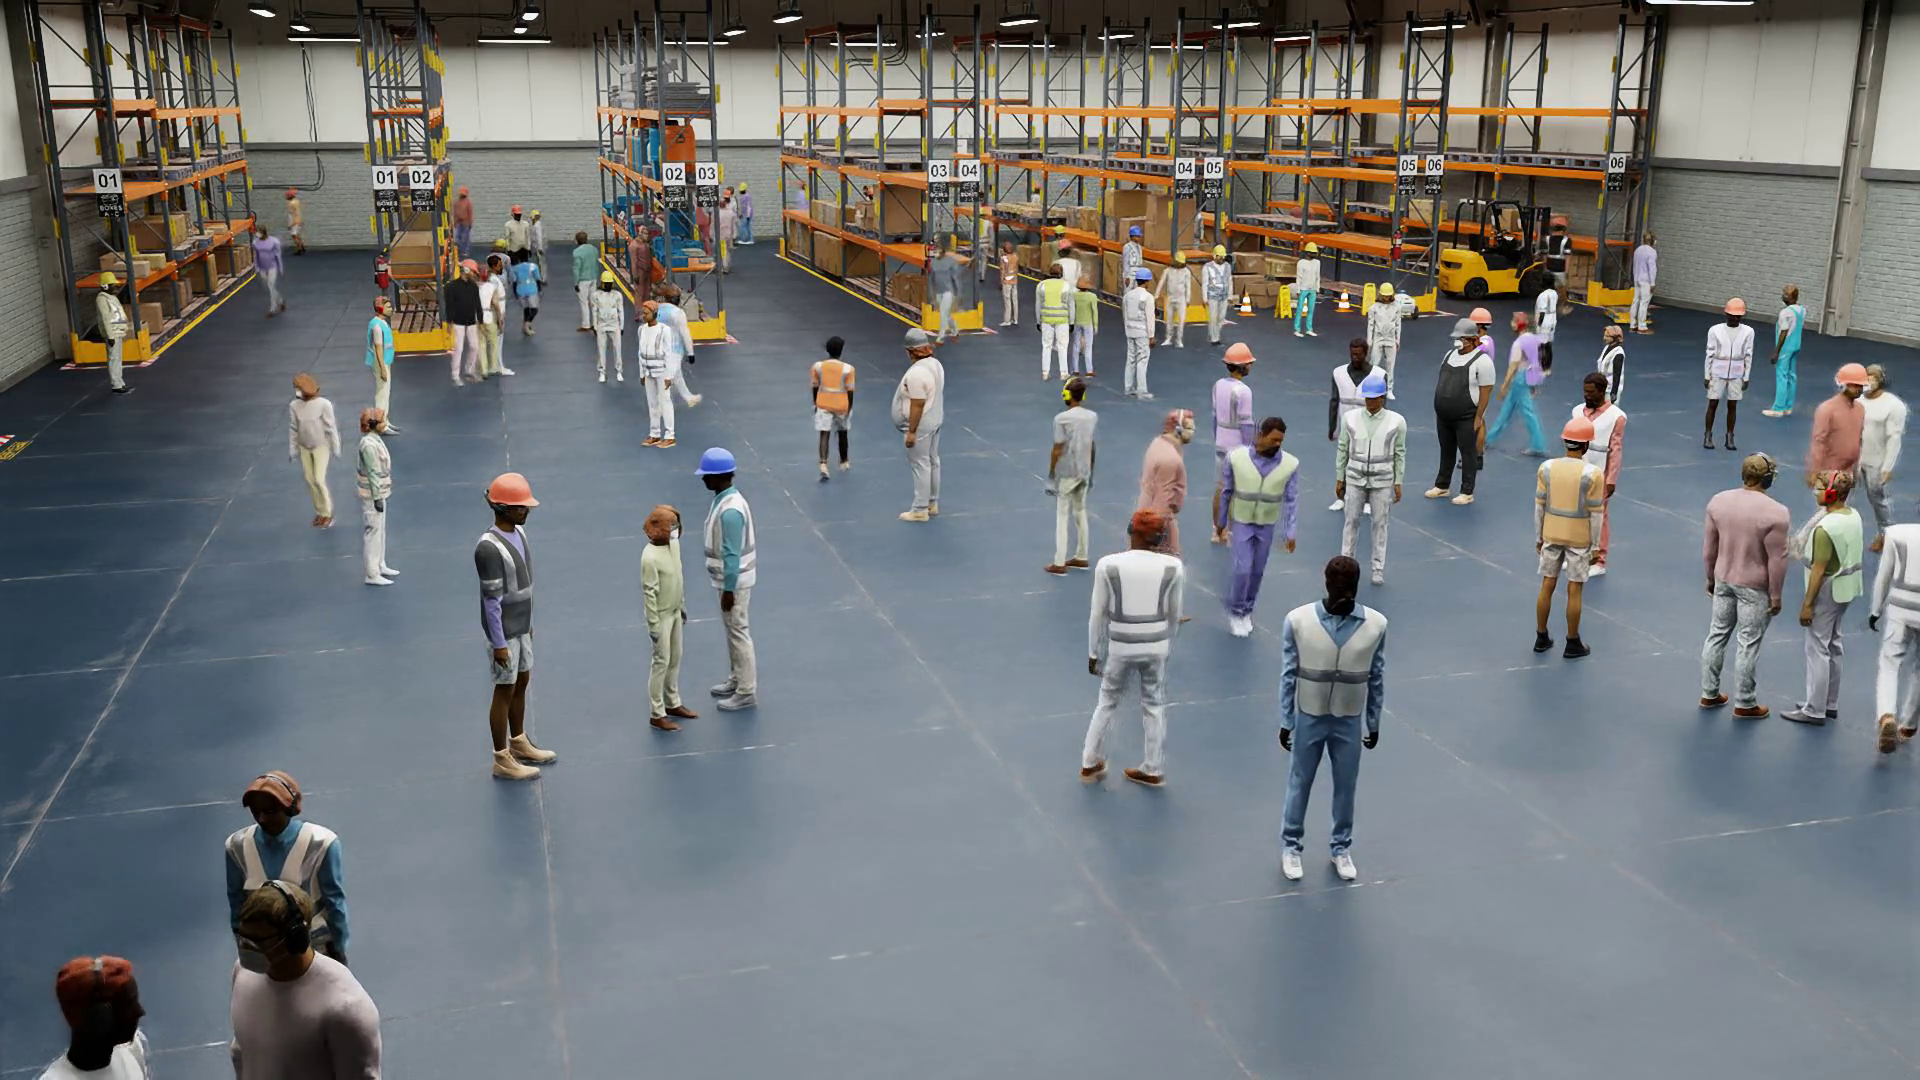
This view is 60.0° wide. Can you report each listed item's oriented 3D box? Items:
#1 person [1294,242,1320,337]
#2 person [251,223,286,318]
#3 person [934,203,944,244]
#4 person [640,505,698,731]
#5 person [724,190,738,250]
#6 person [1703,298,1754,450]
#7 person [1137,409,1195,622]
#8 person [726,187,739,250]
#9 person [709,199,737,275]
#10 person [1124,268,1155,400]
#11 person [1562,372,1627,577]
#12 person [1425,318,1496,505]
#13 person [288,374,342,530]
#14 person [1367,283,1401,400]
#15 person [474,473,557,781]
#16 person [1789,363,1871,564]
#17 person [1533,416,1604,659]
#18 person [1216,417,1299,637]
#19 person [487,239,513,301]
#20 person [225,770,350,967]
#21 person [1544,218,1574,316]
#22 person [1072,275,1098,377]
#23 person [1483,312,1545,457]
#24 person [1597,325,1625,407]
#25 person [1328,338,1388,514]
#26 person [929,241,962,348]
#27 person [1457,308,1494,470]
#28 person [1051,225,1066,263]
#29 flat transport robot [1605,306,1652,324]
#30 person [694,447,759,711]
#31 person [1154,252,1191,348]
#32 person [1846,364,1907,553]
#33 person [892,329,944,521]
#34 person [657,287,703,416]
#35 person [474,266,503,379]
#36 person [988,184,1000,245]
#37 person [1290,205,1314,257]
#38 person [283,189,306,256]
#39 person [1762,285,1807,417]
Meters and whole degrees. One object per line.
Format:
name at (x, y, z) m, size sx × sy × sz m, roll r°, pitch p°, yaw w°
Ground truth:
person at (6.503, -4.673, 31.068) m, size 0.526 × 1.760 × 0.341 m, roll -7°, pitch 16°, yaw -24°
person at (-14.080, -5.525, 33.990) m, size 0.657 × 1.911 × 0.823 m, roll 3°, pitch 15°, yaw 9°
person at (-0.582, -9.245, 48.297) m, size 0.323 × 1.742 × 0.492 m, roll -1°, pitch 15°, yaw -5°
person at (-2.068, 0.538, 11.710) m, size 0.289 × 1.623 × 0.509 m, roll 4°, pitch 15°, yaw 14°
person at (-6.800, -9.381, 48.798) m, size 0.563 × 1.747 × 0.339 m, roll -4°, pitch 15°, yaw -15°
person at (9.708, -2.095, 21.038) m, size 0.544 × 1.930 × 0.388 m, roll 4°, pitch 15°, yaw 15°
person at (1.601, -0.202, 14.096) m, size 0.710 × 1.852 × 0.654 m, roll -1°, pitch 15°, yaw -4°
person at (-6.707, -9.493, 49.051) m, size 0.342 × 1.839 × 0.503 m, roll 0°, pitch 15°, yaw -1°
person at (-6.068, -7.708, 42.256) m, size 0.660 × 1.872 × 0.857 m, roll -10°, pitch 18°, yaw -33°
person at (2.676, -3.054, 24.631) m, size 0.422 × 1.937 × 0.612 m, roll -9°, pitch 17°, yaw -31°
person at (5.918, -0.625, 15.554) m, size 0.402 × 1.908 × 0.599 m, roll -7°, pitch 17°, yaw -26°
person at (5.465, -1.416, 18.265) m, size 0.538 × 2.000 × 0.681 m, roll -9°, pitch 17°, yaw -30°
person at (-6.697, -0.905, 17.161) m, size 0.544 × 1.607 × 0.505 m, roll 4°, pitch 15°, yaw 13°
person at (6.265, -2.935, 24.577) m, size 0.494 × 1.728 × 0.324 m, roll 0°, pitch 15°, yaw 0°
person at (-2.901, 0.560, 10.848) m, size 0.404 × 2.035 × 0.606 m, roll 1°, pitch 15°, yaw 5°
person at (8.217, -0.675, 15.577) m, size 0.639 × 1.983 × 0.441 m, roll -8°, pitch 17°, yaw -26°
person at (4.834, -0.022, 13.218) m, size 0.542 × 1.938 × 0.357 m, roll 13°, pitch 20°, yaw 41°
person at (2.450, -0.123, 13.723) m, size 0.615 × 1.865 × 0.598 m, roll 0°, pitch 15°, yaw -1°
person at (-9.065, -5.048, 32.635) m, size 0.519 × 1.678 × 0.792 m, roll 3°, pitch 15°, yaw 12°
person at (-2.859, 1.750, 7.142) m, size 0.509 × 1.629 × 0.318 m, roll 0°, pitch 15°, yaw 1°
person at (12.212, -5.540, 33.862) m, size 0.927 × 2.002 × 0.638 m, roll -13°, pitch 20°, yaw -40°
person at (1.975, -3.414, 26.563) m, size 0.497 × 1.633 × 0.285 m, roll 7°, pitch 17°, yaw 26°
person at (6.895, -1.947, 20.717) m, size 0.984 × 1.788 × 0.581 m, roll 9°, pitch 17°, yaw 30°
person at (8.092, -1.857, 20.718) m, size 0.313 × 1.633 × 0.518 m, roll 1°, pitch 15°, yaw 3°
person at (4.251, -1.226, 17.828) m, size 0.604 × 1.904 × 0.409 m, roll 7°, pitch 17°, yaw 25°
person at (-0.221, -4.435, 29.945) m, size 0.672 × 1.890 × 0.998 m, roll 12°, pitch 19°, yaw 38°
person at (6.189, -1.808, 19.937) m, size 0.375 × 1.939 × 0.546 m, roll 7°, pitch 16°, yaw 24°
person at (2.089, -5.730, 35.022) m, size 0.308 × 1.772 × 0.526 m, roll -6°, pitch 16°, yaw -22°
flat transport robot at (13.396, -4.519, 33.334) m, size 0.652 × 0.197 × 1.431 m, roll 3°, pitch 15°, yaw 12°
person at (-1.694, 0.275, 12.114) m, size 0.421 × 1.938 × 0.603 m, roll -4°, pitch 15°, yaw -14°
person at (3.768, -4.290, 29.726) m, size 0.673 × 1.702 × 0.686 m, roll 4°, pitch 16°, yaw 16°
person at (8.789, -0.761, 16.087) m, size 0.991 × 1.902 × 0.642 m, roll -10°, pitch 18°, yaw -33°
person at (-0.458, -1.227, 17.553) m, size 0.536 × 2.000 × 0.673 m, roll 5°, pitch 16°, yaw 19°
person at (-4.014, -2.665, 23.442) m, size 0.642 × 1.786 × 1.010 m, roll 13°, pitch 19°, yaw 39°
person at (-7.549, -3.461, 26.434) m, size 0.680 × 1.806 × 0.642 m, roll 2°, pitch 15°, yaw 9°
person at (1.041, -9.890, 50.510) m, size 0.381 × 1.854 × 0.533 m, roll -11°, pitch 19°, yaw -37°
person at (8.919, -8.007, 43.331) m, size 0.652 × 1.904 × 0.402 m, roll 10°, pitch 18°, yaw 32°
person at (-18.809, -8.963, 46.979) m, size 0.380 × 1.874 × 0.654 m, roll -2°, pitch 15°, yaw -8°
person at (11.540, -2.634, 23.236) m, size 0.507 × 1.840 × 0.343 m, roll -9°, pitch 18°, yaw -31°
